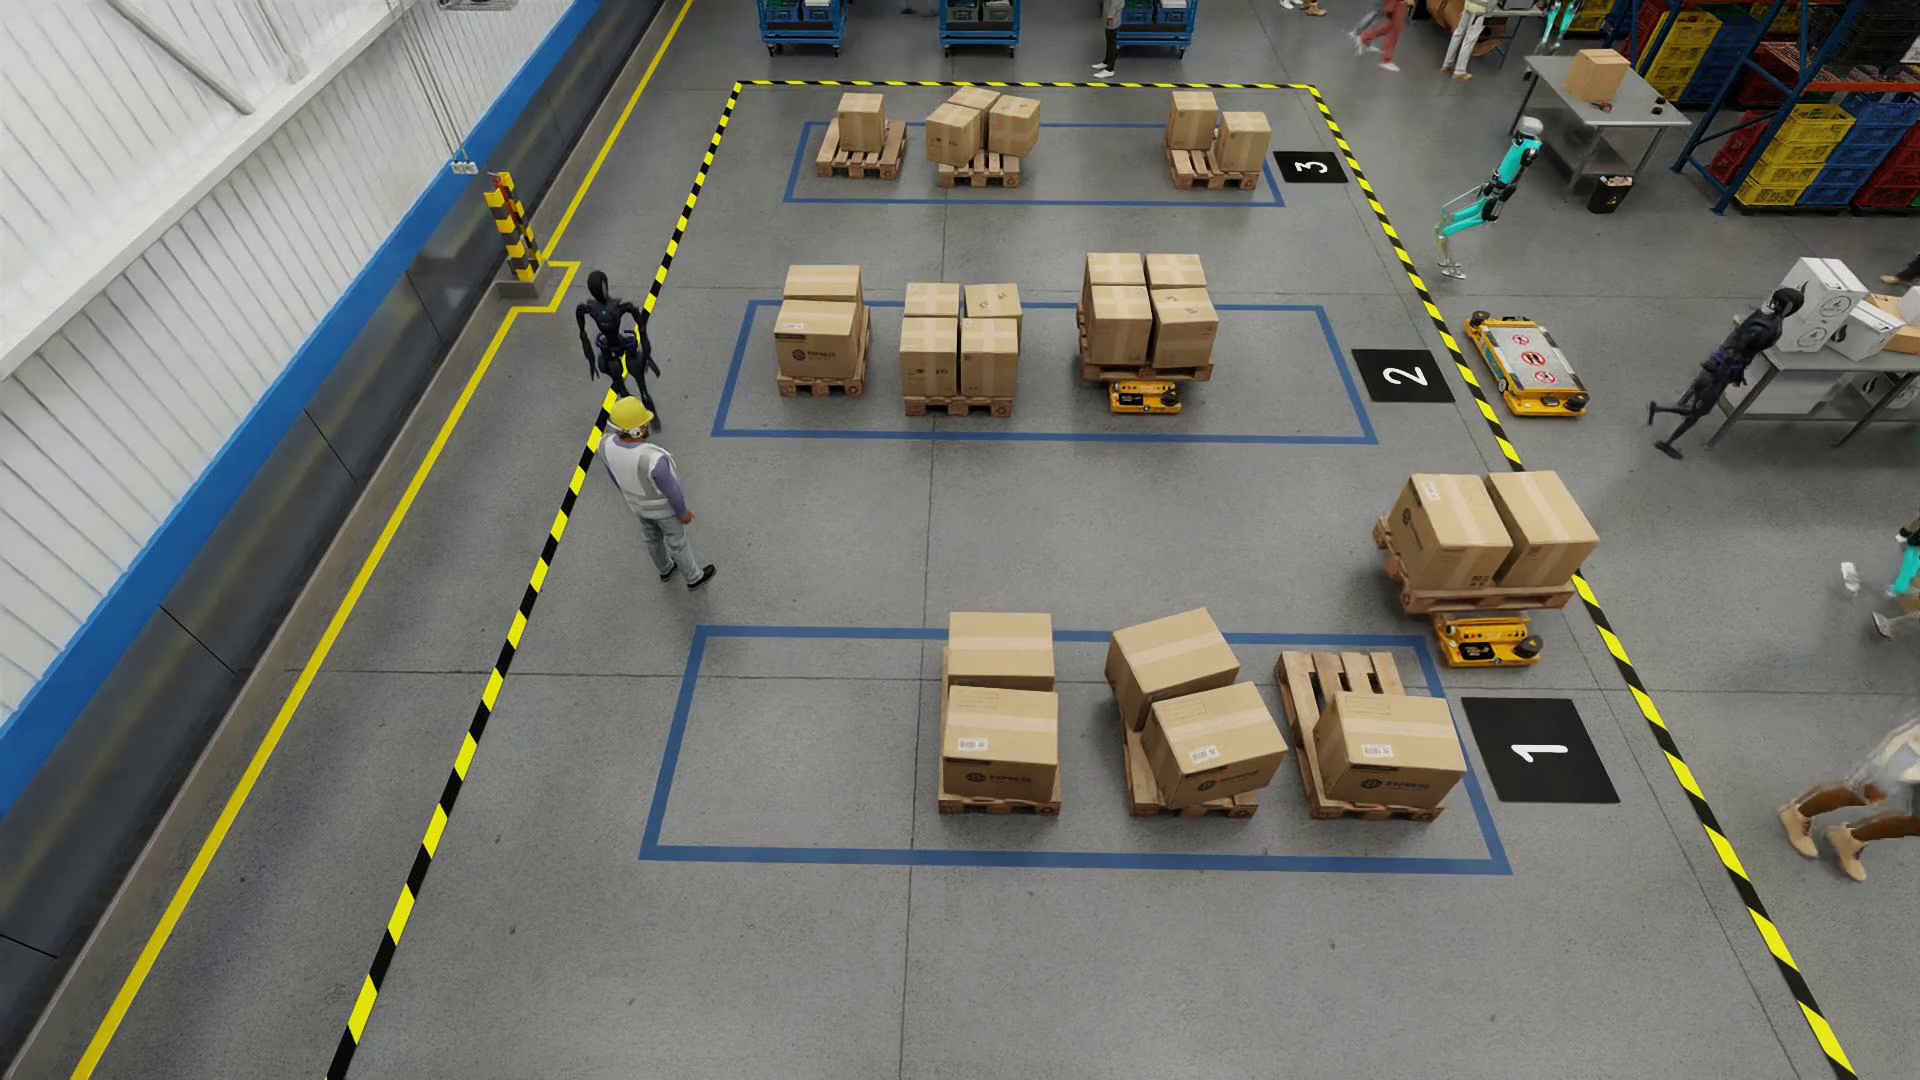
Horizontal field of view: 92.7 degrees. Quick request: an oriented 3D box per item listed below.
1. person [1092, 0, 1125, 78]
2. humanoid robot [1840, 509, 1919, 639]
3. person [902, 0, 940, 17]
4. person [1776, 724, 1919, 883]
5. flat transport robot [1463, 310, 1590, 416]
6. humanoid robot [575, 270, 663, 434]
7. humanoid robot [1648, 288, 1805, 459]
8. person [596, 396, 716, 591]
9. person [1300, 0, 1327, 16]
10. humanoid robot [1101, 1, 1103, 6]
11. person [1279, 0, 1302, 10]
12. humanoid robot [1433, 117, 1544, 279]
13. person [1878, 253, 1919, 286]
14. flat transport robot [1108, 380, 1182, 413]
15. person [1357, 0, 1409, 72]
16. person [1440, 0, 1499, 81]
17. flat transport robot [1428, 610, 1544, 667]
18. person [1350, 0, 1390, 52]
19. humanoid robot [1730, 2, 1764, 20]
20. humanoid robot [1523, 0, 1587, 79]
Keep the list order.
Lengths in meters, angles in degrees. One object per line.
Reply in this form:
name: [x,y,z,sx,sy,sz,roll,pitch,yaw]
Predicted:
person: [2.145,-7.601,13.065,0.384,1.852,0.586,3,49,3]
humanoid robot: [7.027,0.066,6.493,0.547,1.726,0.980,14,51,12]
person: [-0.576,-9.300,14.610,0.849,1.729,0.544,4,49,4]
person: [5.537,1.384,5.174,0.652,2.024,0.640,-3,49,-2]
flat transport robot: [5.573,-1.757,9.054,0.659,0.231,1.431,1,49,1]
humanoid robot: [-2.956,-1.596,7.981,0.600,1.646,0.363,-7,49,-6]
humanoid robot: [6.471,-1.472,7.876,0.584,1.634,0.549,-28,55,-22]
person: [-2.241,-0.306,6.770,0.586,1.823,0.404,20,52,17]
person: [5.881,-9.512,14.595,0.367,2.044,0.607,-8,50,-7]
humanoid robot: [2.594,-9.113,14.495,0.561,1.632,0.585,-1,49,-1]
person: [5.605,-9.702,14.869,0.509,1.876,0.329,-36,58,-27]
humanoid robot: [5.365,-3.559,9.557,0.735,1.671,0.533,10,50,8]
person: [10.502,-3.283,9.368,0.670,1.804,0.584,12,50,10]
flat transport robot: [1.773,-1.807,9.079,0.652,0.197,1.431,1,49,1]
person: [6.287,-7.807,13.227,0.699,1.885,0.596,29,55,23]
person: [7.389,-7.565,13.044,0.429,1.840,0.623,-9,50,-8]
flat transport robot: [3.945,0.339,7.222,0.652,0.197,1.431,-2,49,-2]
person: [6.311,-8.181,13.658,0.390,1.712,0.561,5,49,4]
humanoid robot: [11.519,-7.907,13.466,0.700,1.639,0.590,-8,50,-7]
humanoid robot: [8.597,-7.574,13.150,0.558,1.832,0.883,27,54,22]
